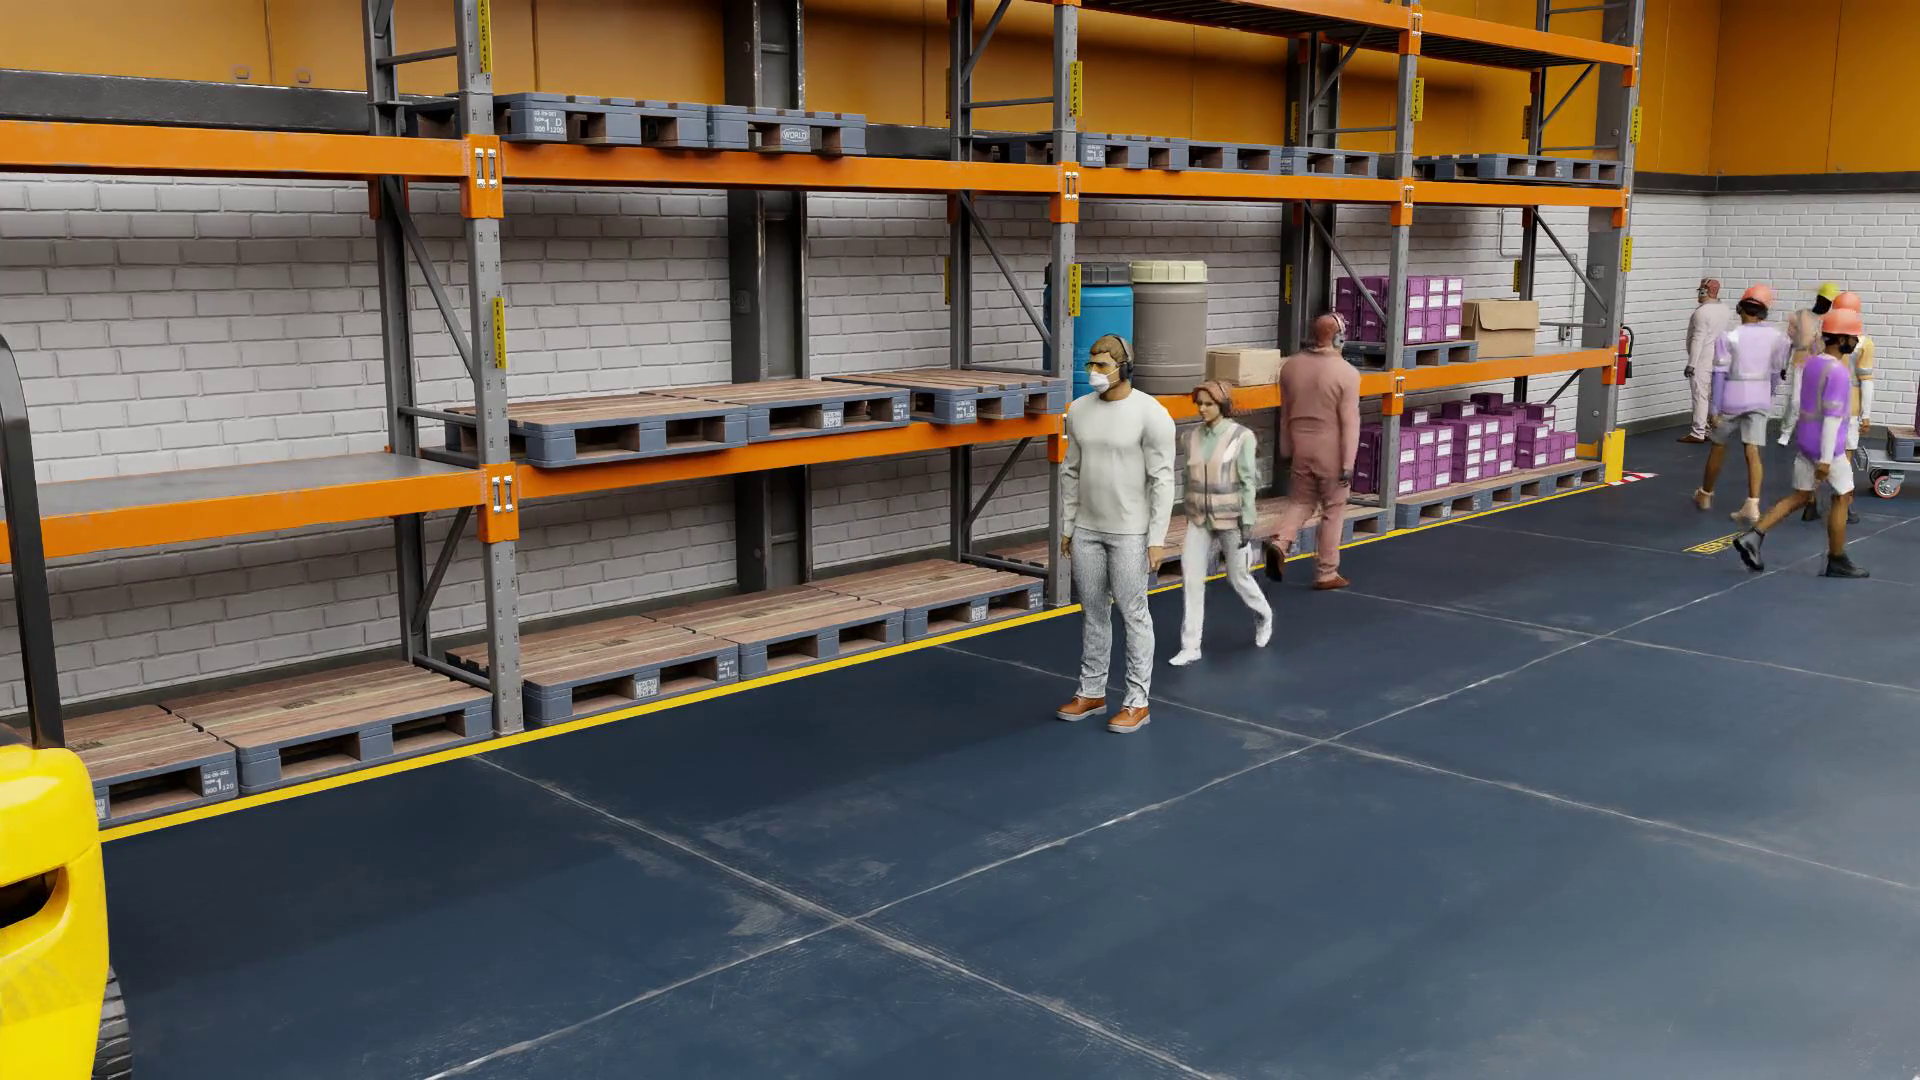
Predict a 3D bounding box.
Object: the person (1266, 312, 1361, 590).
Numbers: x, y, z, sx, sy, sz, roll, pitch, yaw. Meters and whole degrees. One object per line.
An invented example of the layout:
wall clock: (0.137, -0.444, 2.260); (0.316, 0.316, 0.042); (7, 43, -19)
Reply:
person: (2.389, -0.577, 11.183); (0.598, 1.896, 0.648); (-10, 14, -42)

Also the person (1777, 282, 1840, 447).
person: (9.624, -1.961, 18.761); (0.605, 1.880, 0.544); (4, 11, 21)

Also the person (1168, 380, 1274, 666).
person: (1.510, -0.116, 9.447); (0.536, 1.609, 0.770); (9, 14, 40)

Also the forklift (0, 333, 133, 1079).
forklift: (-3.289, 0.485, 4.582); (1.214, 2.155, 2.313); (-10, 14, -44)

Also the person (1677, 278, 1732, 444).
person: (8.630, -2.074, 19.315); (0.636, 1.911, 0.406); (-8, 13, -35)

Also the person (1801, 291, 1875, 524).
person: (7.335, -1.099, 13.903); (0.345, 1.940, 0.551); (-9, 13, -39)

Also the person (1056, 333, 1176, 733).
person: (0.744, -0.035, 8.112); (0.636, 1.938, 0.355); (9, 14, 42)

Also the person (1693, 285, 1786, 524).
person: (6.640, -1.158, 14.144); (0.628, 1.981, 1.009); (1, 10, 3)

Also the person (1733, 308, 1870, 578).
person: (5.966, -0.670, 11.660); (0.860, 1.915, 0.545); (0, 10, 1)
